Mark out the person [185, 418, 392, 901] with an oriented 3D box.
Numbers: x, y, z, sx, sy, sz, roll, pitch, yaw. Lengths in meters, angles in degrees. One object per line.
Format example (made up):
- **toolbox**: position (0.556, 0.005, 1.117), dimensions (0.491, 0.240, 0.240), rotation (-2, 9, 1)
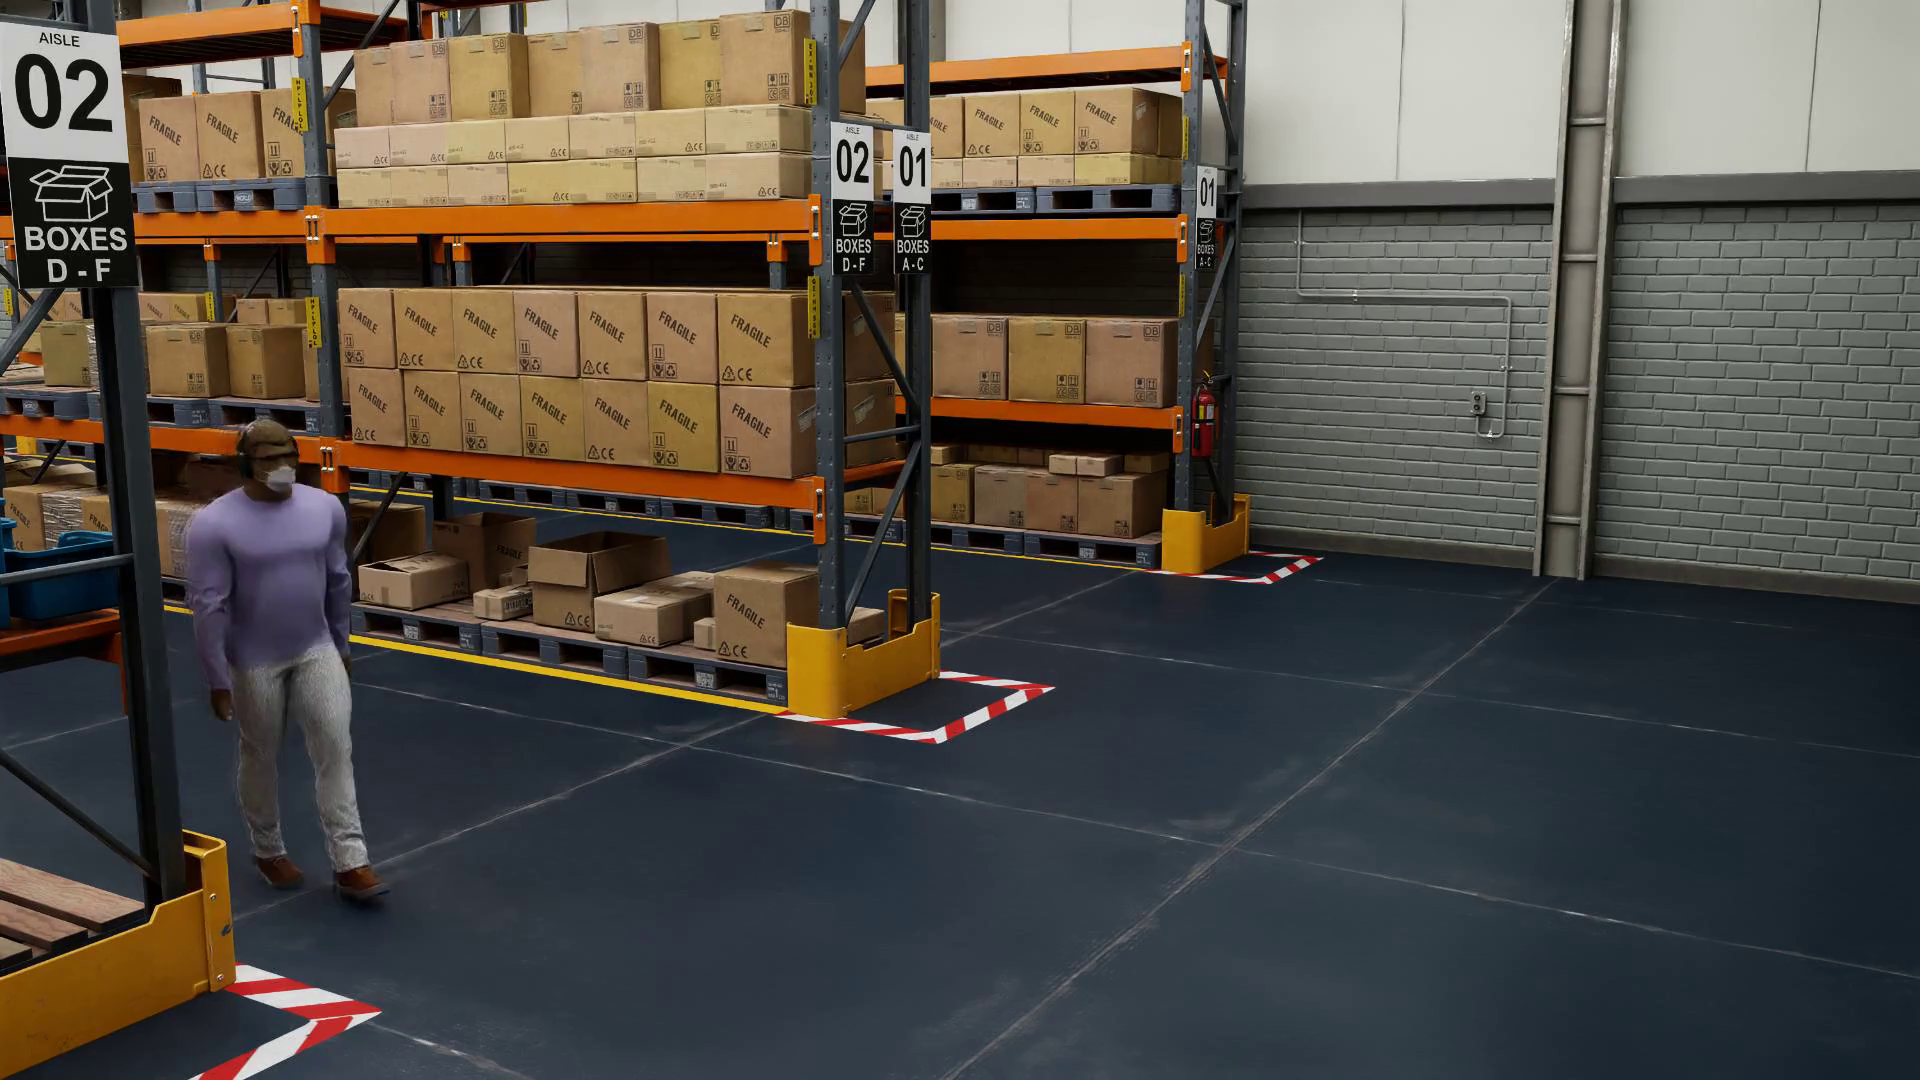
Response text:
- **person**: position (-2.581, 0.490, 6.449), dimensions (0.905, 1.906, 0.660), rotation (9, 13, 44)
